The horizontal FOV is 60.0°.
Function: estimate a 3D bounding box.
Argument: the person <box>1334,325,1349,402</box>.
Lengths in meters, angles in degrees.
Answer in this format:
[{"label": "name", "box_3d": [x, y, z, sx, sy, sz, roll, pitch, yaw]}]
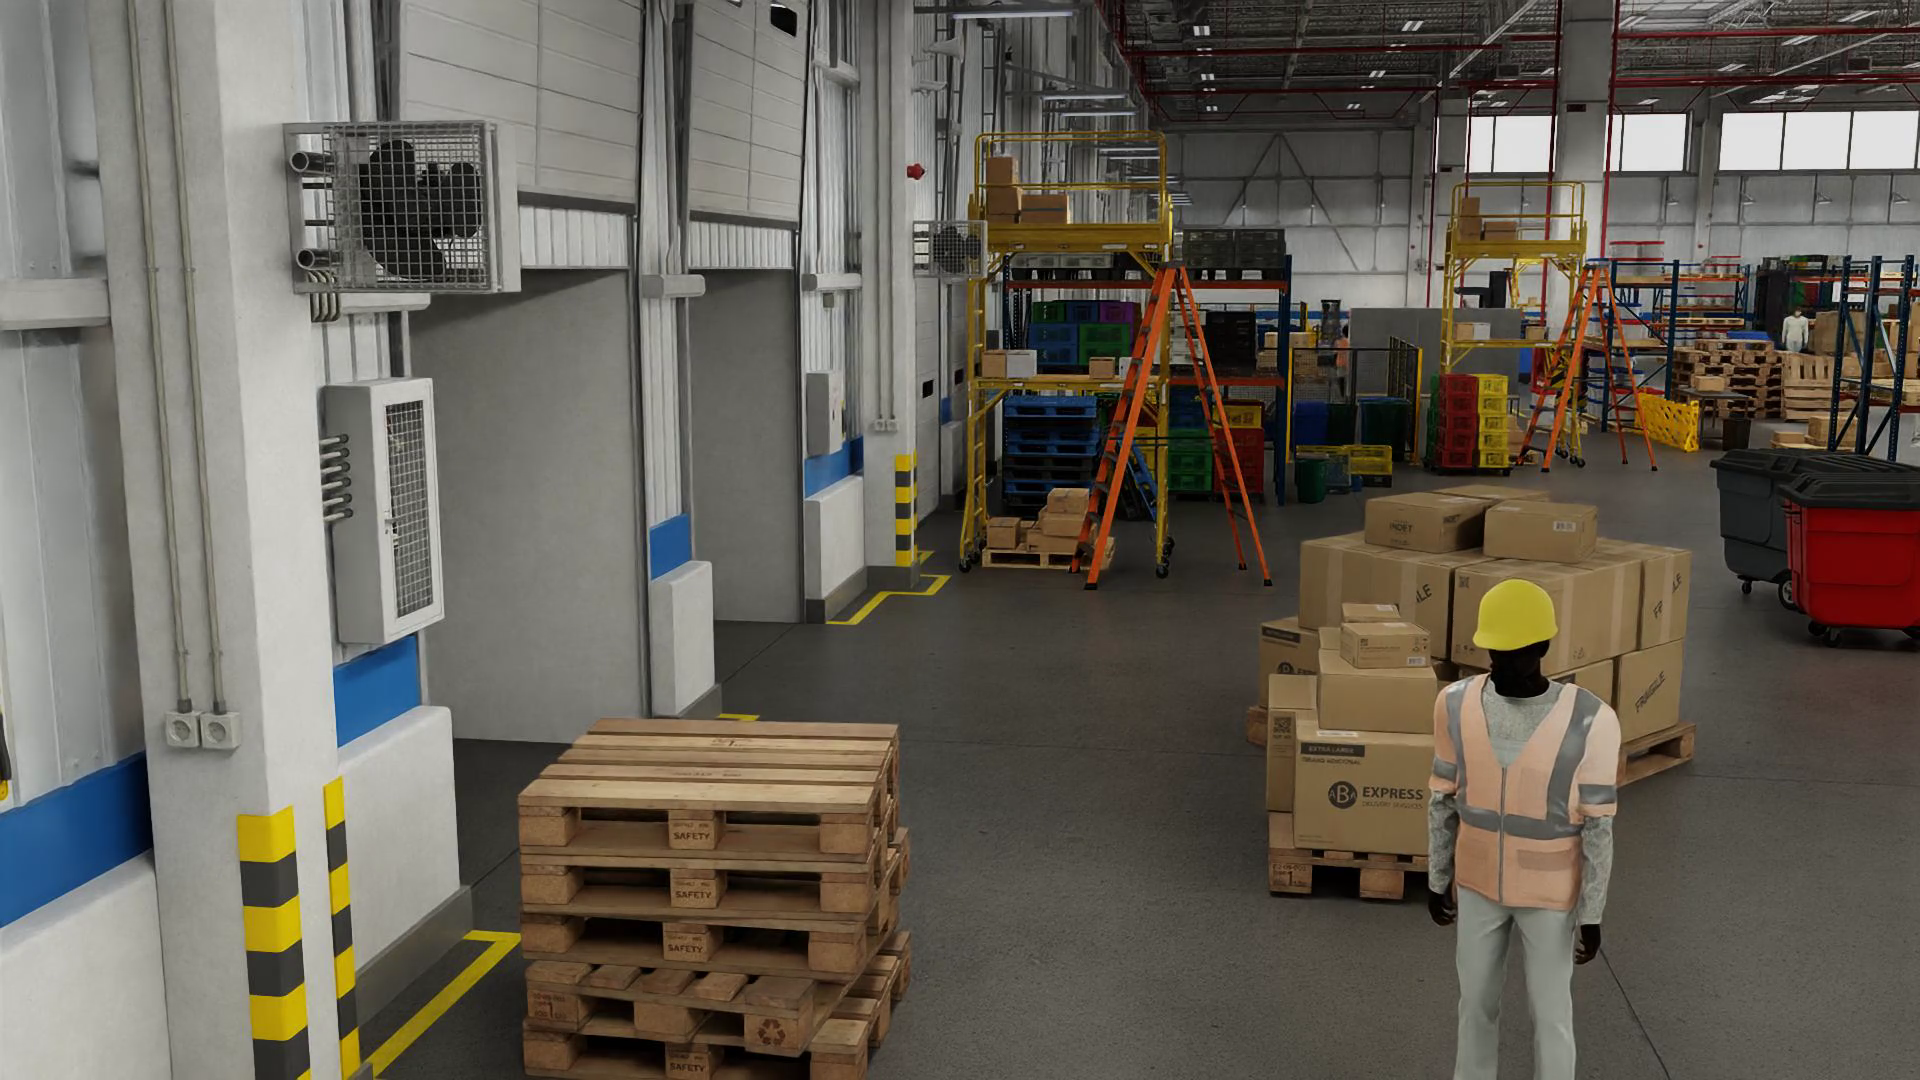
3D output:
[{"label": "person", "box_3d": [8.323, -3.802, 35.884, 0.539, 1.685, 0.416, 3, 10, 20]}]

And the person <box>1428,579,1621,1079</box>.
[{"label": "person", "box_3d": [1.718, 1.063, 5.173, 0.585, 1.920, 0.395, 7, 12, 38]}]

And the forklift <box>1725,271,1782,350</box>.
[{"label": "forklift", "box_3d": [23.231, -6.356, 47.969, 1.873, 2.768, 1.129, 0, 9, 3]}]

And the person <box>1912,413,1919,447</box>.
[{"label": "person", "box_3d": [15.626, -2.347, 26.779, 0.340, 1.738, 0.486, 9, 13, 43]}]

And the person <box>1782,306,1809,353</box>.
[{"label": "person", "box_3d": [22.819, -5.458, 45.478, 0.629, 1.904, 0.931, 3, 10, 16]}]

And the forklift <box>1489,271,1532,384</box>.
[{"label": "forklift", "box_3d": [13.422, -5.322, 41.591, 1.873, 2.768, 1.129, 1, 9, 9]}]

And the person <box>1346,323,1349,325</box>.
[{"label": "person", "box_3d": [9.480, -4.570, 39.879, 0.586, 1.920, 0.443, -8, 12, -39]}]

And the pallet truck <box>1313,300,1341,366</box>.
[{"label": "pallet truck", "box_3d": [11.159, -6.200, 49.718, 0.823, 1.965, 1.885, 4, 10, 26]}]

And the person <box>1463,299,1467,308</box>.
[{"label": "person", "box_3d": [16.939, -7.166, 56.027, 0.643, 1.889, 1.048, 8, 12, 42]}]

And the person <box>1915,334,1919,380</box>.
[{"label": "person", "box_3d": [21.713, -4.142, 37.297, 0.562, 1.910, 0.750, 1, 9, 8]}]
